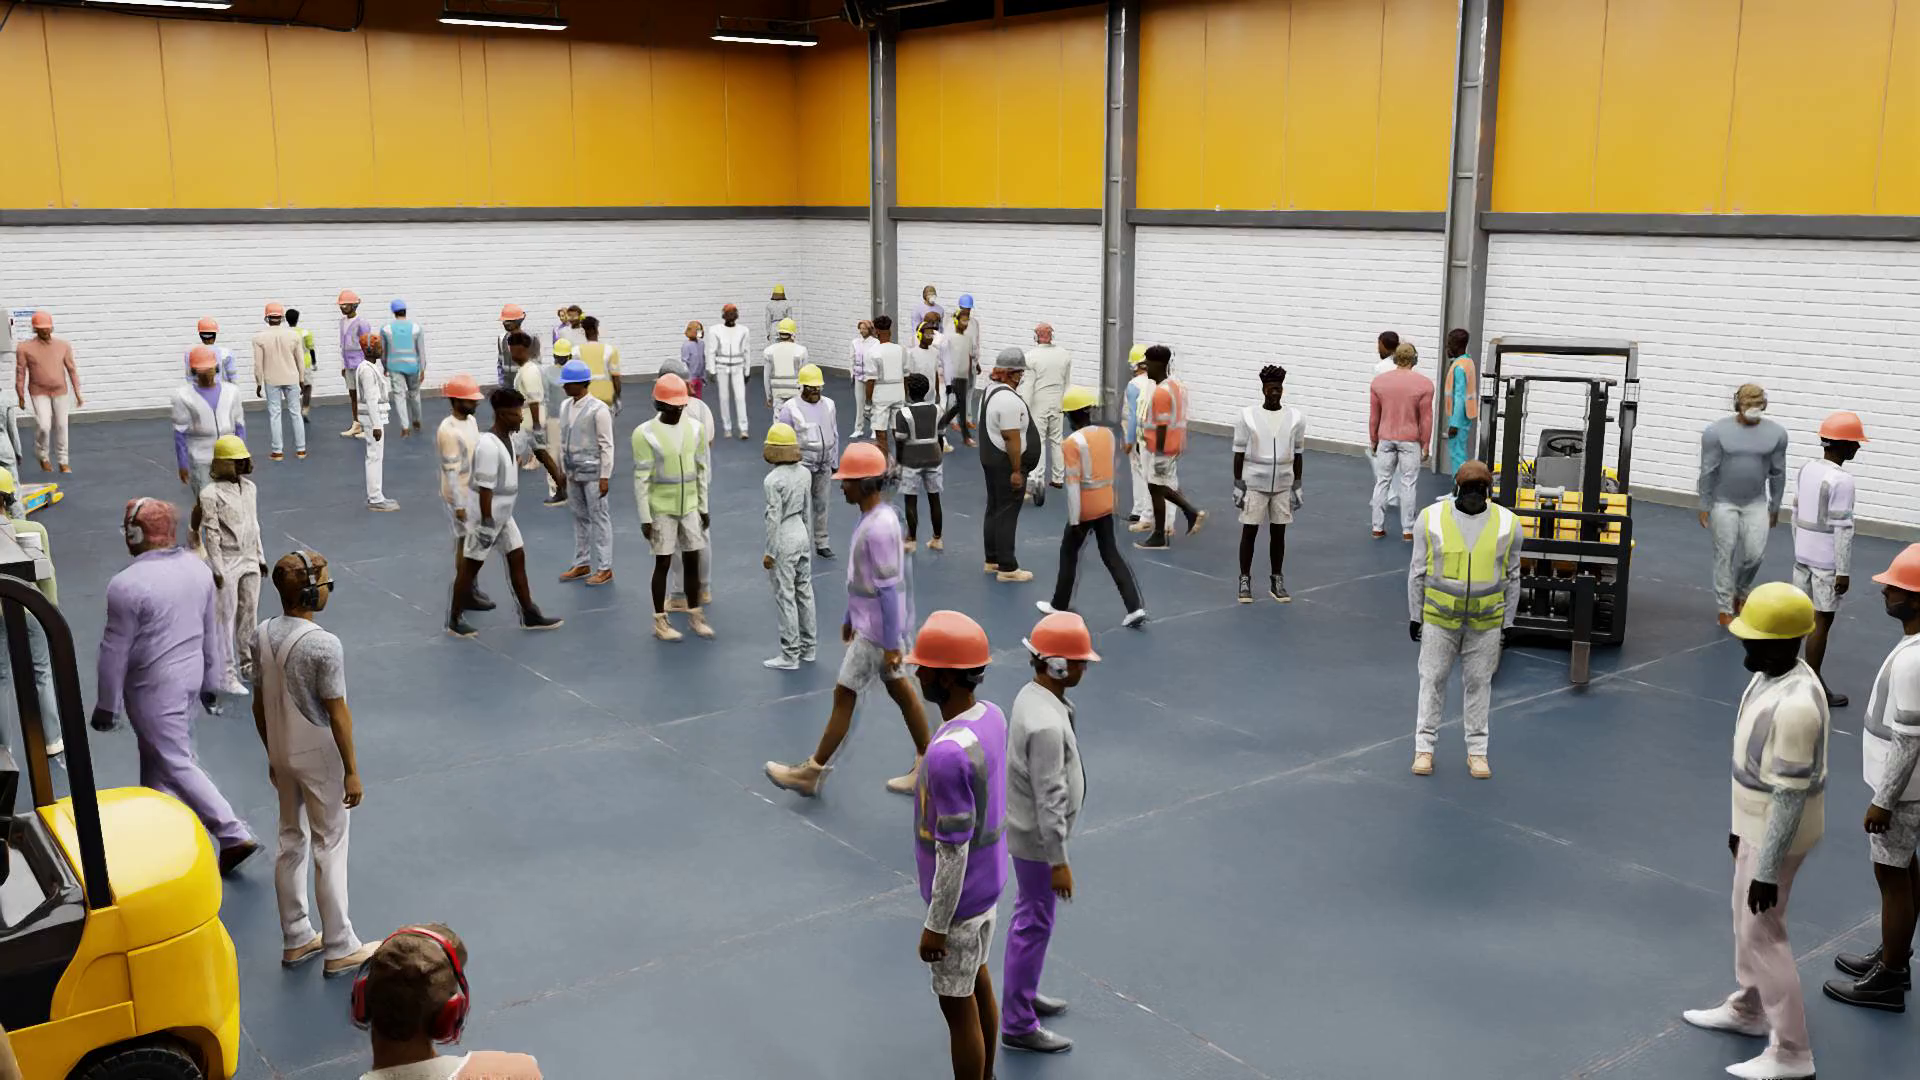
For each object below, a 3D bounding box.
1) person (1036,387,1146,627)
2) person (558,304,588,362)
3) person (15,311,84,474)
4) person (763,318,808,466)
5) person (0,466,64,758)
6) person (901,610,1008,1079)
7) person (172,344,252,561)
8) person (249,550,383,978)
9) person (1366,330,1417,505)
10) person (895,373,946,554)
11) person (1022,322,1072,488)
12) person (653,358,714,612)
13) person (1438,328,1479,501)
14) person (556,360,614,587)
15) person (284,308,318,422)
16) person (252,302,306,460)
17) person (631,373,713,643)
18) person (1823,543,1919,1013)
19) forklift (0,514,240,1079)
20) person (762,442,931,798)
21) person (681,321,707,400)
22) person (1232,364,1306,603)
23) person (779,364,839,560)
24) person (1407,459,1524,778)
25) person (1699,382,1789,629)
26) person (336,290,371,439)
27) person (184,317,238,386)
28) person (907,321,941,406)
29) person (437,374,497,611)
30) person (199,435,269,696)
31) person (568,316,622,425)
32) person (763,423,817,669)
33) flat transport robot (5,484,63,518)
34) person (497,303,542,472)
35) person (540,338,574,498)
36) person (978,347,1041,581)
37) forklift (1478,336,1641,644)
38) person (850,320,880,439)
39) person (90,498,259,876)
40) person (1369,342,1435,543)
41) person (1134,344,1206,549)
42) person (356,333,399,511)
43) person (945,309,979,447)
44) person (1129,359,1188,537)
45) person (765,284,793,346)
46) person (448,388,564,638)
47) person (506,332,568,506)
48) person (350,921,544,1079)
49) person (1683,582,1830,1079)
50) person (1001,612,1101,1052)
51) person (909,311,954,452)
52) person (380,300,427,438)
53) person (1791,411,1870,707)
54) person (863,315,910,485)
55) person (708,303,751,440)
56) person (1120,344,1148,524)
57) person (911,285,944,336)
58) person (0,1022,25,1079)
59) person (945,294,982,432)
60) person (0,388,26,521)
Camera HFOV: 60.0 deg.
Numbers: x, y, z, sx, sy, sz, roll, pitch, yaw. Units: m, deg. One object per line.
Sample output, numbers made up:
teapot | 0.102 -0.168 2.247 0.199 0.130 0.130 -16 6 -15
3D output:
person | 1.039 -0.250 12.883 0.988 1.871 0.618 11 16 43
person | -5.254 -2.302 22.797 0.549 1.857 0.473 2 12 7
person | -10.880 -1.756 19.877 0.660 1.971 0.459 -11 16 -43
person | -2.112 -1.810 20.481 0.589 1.834 0.403 2 12 8
person | -5.593 0.438 9.787 0.524 1.769 0.314 -5 13 -22
person | -0.024 1.190 5.738 0.361 1.938 0.545 3 12 13
person | -6.738 -0.767 15.004 0.634 2.036 0.709 -11 16 -42
person | -2.768 0.953 7.106 0.514 1.844 0.328 6 13 27
person | 4.643 -1.294 17.837 0.635 1.905 0.427 -6 13 -25
person | -0.371 -0.711 15.523 0.535 1.694 0.320 -6 13 -27
person | 0.948 -1.515 18.886 0.652 1.902 0.402 -8 14 -33
person | -2.290 -0.449 13.403 0.535 2.000 0.684 5 13 21
person | 5.375 -1.315 17.889 0.383 1.916 0.592 4 12 20
person | -3.212 -0.574 14.239 0.606 1.943 0.403 9 15 37
person | -9.775 -2.568 24.508 0.545 1.680 0.603 -1 12 -7
person | -8.593 -2.006 21.031 0.609 1.996 0.383 -7 14 -31
person | -2.135 -0.236 12.422 0.612 2.030 0.407 -10 15 -39
person | 3.838 0.967 6.807 0.347 1.943 0.545 9 15 37
forklift | -3.687 1.115 5.480 2.313 2.155 1.214 -9 15 -36
person | -0.574 0.456 9.145 1.041 1.986 0.640 0 12 -2
person | -3.678 -2.213 22.954 0.326 1.620 0.510 5 13 23
person | 2.528 -0.460 13.637 0.602 1.966 0.368 -1 12 -5
person | -1.350 -0.688 15.110 0.595 1.821 0.403 -9 15 -37
person | 2.885 0.451 9.544 0.627 1.844 0.429 2 12 11
person | 6.006 -0.264 12.811 0.629 1.925 0.422 3 12 15
person | -8.311 -2.401 22.821 0.609 2.044 0.393 9 15 36
person | -8.643 -1.610 19.261 0.549 1.936 0.377 -5 13 -23
person | -0.431 -1.654 19.674 0.521 1.860 0.319 -9 15 -36
person | -3.934 -0.371 13.311 0.402 1.922 0.564 2 12 8
person | -4.850 0.159 11.188 0.299 1.745 0.483 3 12 16
person | -4.320 -1.687 19.695 0.620 1.904 0.987 -2 12 -12
person | -1.235 0.040 11.765 0.320 1.742 0.492 7 13 29
flat transport robot | -10.034 -0.404 17.481 0.652 0.197 1.431 -2 12 -9
person | -5.350 -1.840 20.122 0.614 2.039 0.387 5 13 24
person | -4.393 -1.357 18.473 0.523 1.762 0.329 -7 14 -30
person | 0.443 -0.672 14.483 0.536 2.000 0.688 -4 12 -17
forklift | 4.683 -0.471 13.136 1.214 2.155 2.313 4 12 20
person | -1.275 -2.208 22.869 0.515 1.641 0.314 5 13 24
person | -3.891 0.717 8.184 0.929 1.875 0.637 2 12 9
person | 4.249 -0.943 16.075 0.625 1.931 0.379 7 14 32
person | 1.980 -0.868 15.644 0.586 1.946 0.638 3 12 14
person | -6.199 -1.245 17.631 0.347 1.882 0.584 -4 13 -21
person | -0.049 -2.195 22.349 0.855 1.839 0.531 11 16 42
person | 1.940 -0.948 16.318 0.430 1.837 0.621 -8 14 -32
person | -3.249 -3.724 29.943 0.488 1.744 0.296 0 12 -1
person | -3.530 -0.202 12.586 0.852 1.903 0.633 1 12 3
person | -4.673 -1.262 17.704 1.060 1.886 0.604 -2 12 -10
person | -1.189 1.700 3.580 0.626 1.813 0.623 -7 13 -29
person | 3.063 1.084 6.318 0.419 1.929 0.653 4 12 19
person | 0.352 1.134 6.497 0.379 1.737 0.587 0 12 1
person | -0.353 -2.058 21.665 0.626 1.842 0.429 8 14 34
person | -7.780 -2.404 23.240 0.592 1.879 0.991 -5 13 -22
person | 5.685 0.118 10.915 0.364 1.935 0.553 -1 12 -3
person | -0.856 -1.613 19.228 0.603 1.958 0.391 -8 14 -34
person | -3.139 -2.295 22.770 0.594 1.848 0.779 -3 12 -14
person | 1.842 -1.075 16.939 0.404 1.829 0.591 8 14 35
person | -0.493 -3.023 26.081 0.635 1.937 0.352 -10 15 -40
person | -2.722 1.478 4.647 0.604 1.803 0.887 10 15 39
person | 0.059 -2.510 23.585 0.615 1.943 0.395 -10 15 -40
person | -9.320 -0.828 16.008 0.401 1.727 0.498 9 15 37
